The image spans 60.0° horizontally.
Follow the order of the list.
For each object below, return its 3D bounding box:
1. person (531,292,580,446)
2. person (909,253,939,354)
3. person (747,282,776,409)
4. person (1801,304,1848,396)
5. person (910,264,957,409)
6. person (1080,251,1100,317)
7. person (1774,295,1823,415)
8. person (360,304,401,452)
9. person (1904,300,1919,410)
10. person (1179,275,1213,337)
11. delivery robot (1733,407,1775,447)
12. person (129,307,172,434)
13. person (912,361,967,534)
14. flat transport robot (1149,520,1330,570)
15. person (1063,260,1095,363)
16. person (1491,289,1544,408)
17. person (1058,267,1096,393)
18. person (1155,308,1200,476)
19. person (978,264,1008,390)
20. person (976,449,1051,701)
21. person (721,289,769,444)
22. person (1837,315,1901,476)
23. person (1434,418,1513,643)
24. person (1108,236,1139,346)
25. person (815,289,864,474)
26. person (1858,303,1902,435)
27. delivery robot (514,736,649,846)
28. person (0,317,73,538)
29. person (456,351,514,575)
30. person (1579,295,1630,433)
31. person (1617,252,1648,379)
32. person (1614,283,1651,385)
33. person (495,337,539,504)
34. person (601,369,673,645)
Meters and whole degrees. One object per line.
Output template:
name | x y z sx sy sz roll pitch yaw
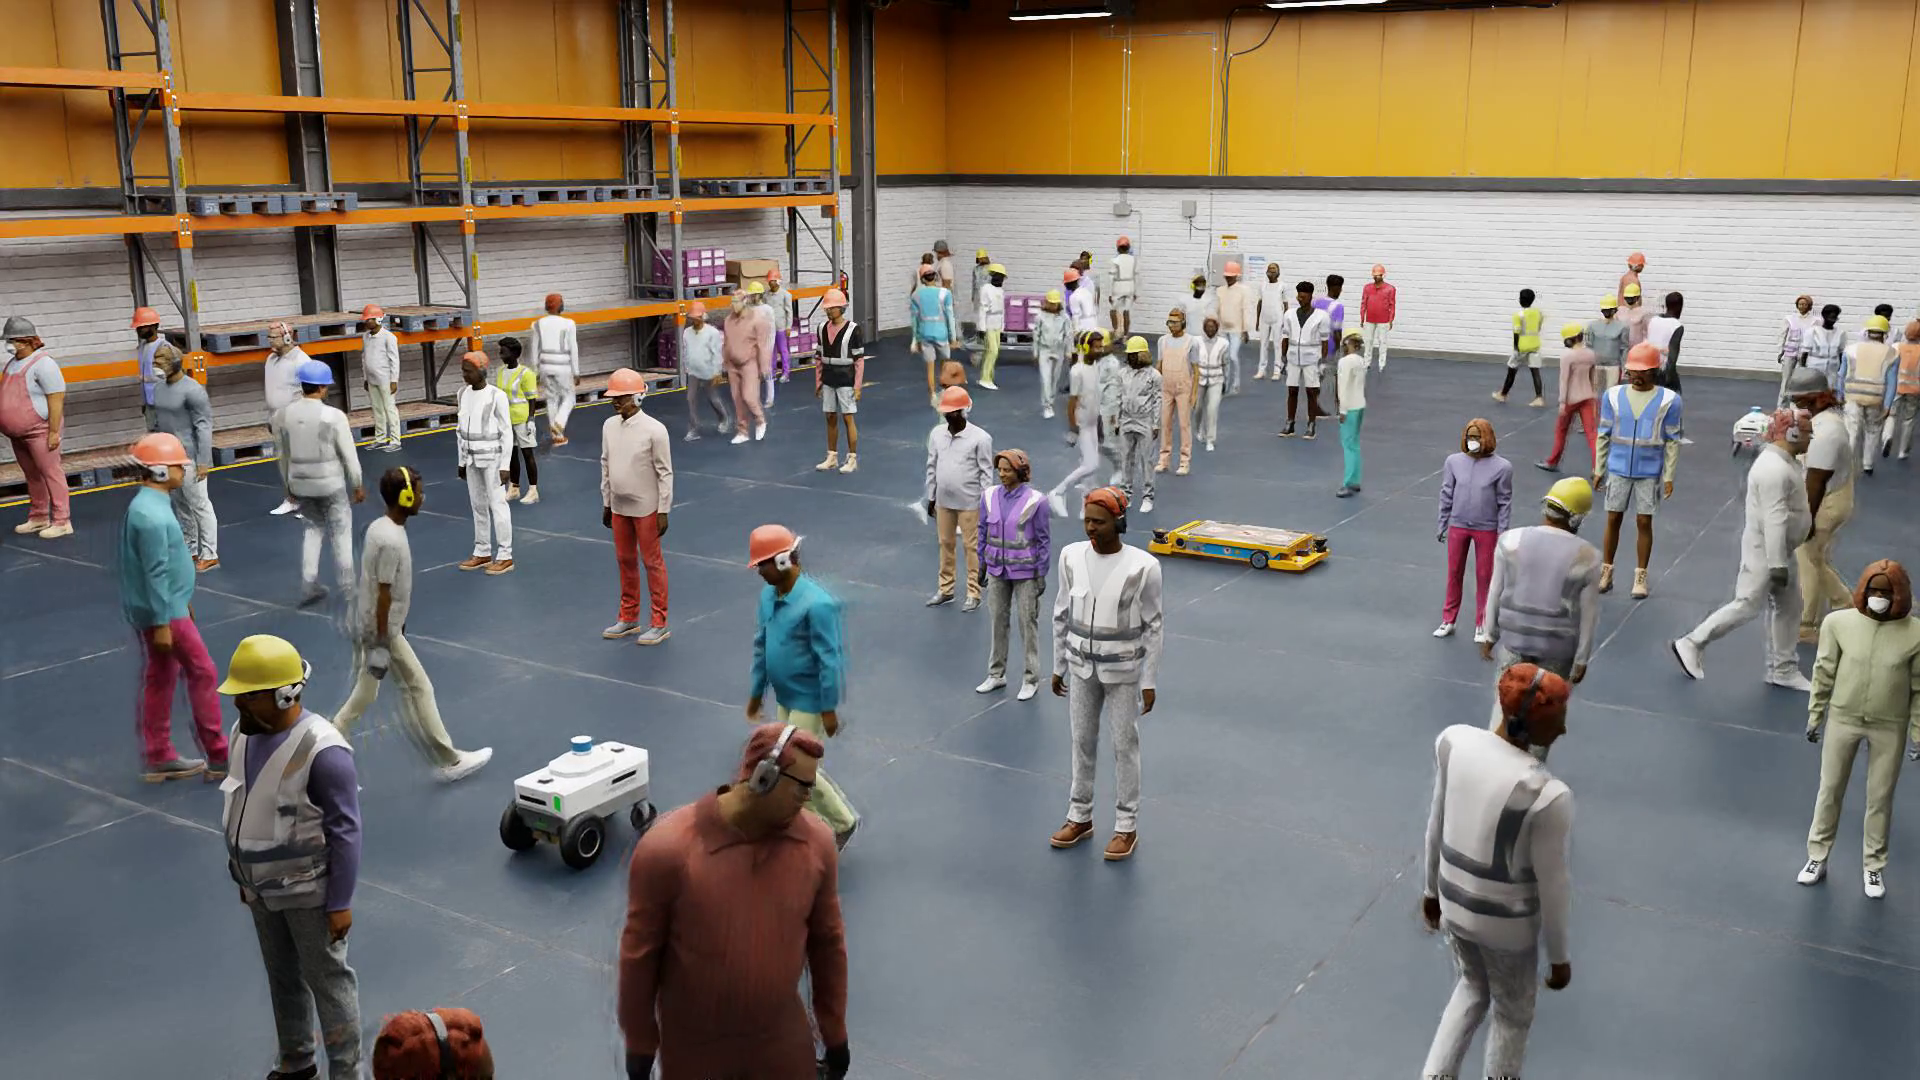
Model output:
person | -4.874 -2.043 20.042 0.612 1.868 0.480 3 13 11
person | -0.632 -4.217 29.676 0.498 1.799 1.024 9 16 34
person | -2.809 -2.707 23.151 0.533 1.767 0.323 8 15 31
person | 10.855 -2.161 20.999 0.558 1.669 0.653 2 13 8
person | -0.346 -2.850 23.278 0.683 1.994 0.671 3 13 11
person | 2.179 -4.067 28.822 0.532 1.869 0.311 8 15 31
person | 11.341 -2.491 22.489 0.522 1.639 0.309 8 15 31
person | -6.916 -1.924 19.781 0.572 1.749 0.340 8 15 31
person | 13.344 -2.690 22.852 0.532 1.869 0.311 8 15 31
person | 3.313 -2.801 23.404 0.514 1.831 0.726 -5 14 -20
delivery robot | 9.366 -1.325 19.602 0.477 0.478 0.707 9 16 34
person | -8.397 -1.461 17.373 0.552 1.933 0.374 8 15 31
person | -0.140 -0.842 15.372 0.490 1.624 0.498 -2 13 -8
flat transport robot | 2.443 0.027 14.566 1.431 0.197 0.652 8 15 31
person | 1.916 -3.622 26.996 0.433 1.829 0.632 -12 18 -43
person | 7.925 -2.691 23.333 0.529 1.650 0.886 -4 14 -16
person | 1.909 -3.072 24.510 0.876 1.884 0.584 8 15 32
person | 2.374 -1.627 18.292 0.514 1.844 0.328 8 15 31
person | 0.535 -3.200 25.064 0.509 1.874 0.654 9 16 34
person | 0.340 0.218 10.742 0.522 1.639 0.309 8 15 31
person | -2.646 -2.101 20.241 0.676 1.888 0.419 8 15 30
person | 9.815 -1.537 18.036 0.582 1.794 0.878 9 16 33
person | 3.703 -0.072 12.012 0.507 1.632 0.264 8 15 31
person | 3.011 -4.611 30.827 0.624 2.027 0.412 -4 13 -15
person | -1.360 -1.746 18.373 0.615 2.041 0.387 8 15 31
person | 11.565 -2.169 21.019 0.542 1.677 0.697 2 13 7
delivery robot | -1.917 1.241 8.472 0.477 0.478 0.707 8 15 30
person | -8.558 -1.035 15.295 0.688 2.000 0.537 8 15 31
person | -4.000 -0.650 13.965 0.584 1.882 0.339 8 15 31
person | 8.123 -2.201 20.957 0.533 1.767 0.323 8 15 31
person | 10.583 -3.542 26.271 0.396 1.992 0.622 0 13 2
person | 9.167 -2.635 22.843 0.533 1.765 0.326 8 15 31
person | -4.486 -1.207 16.789 0.540 1.697 0.317 8 15 31
person | -2.344 -0.240 11.945 0.622 1.992 0.394 8 15 31
